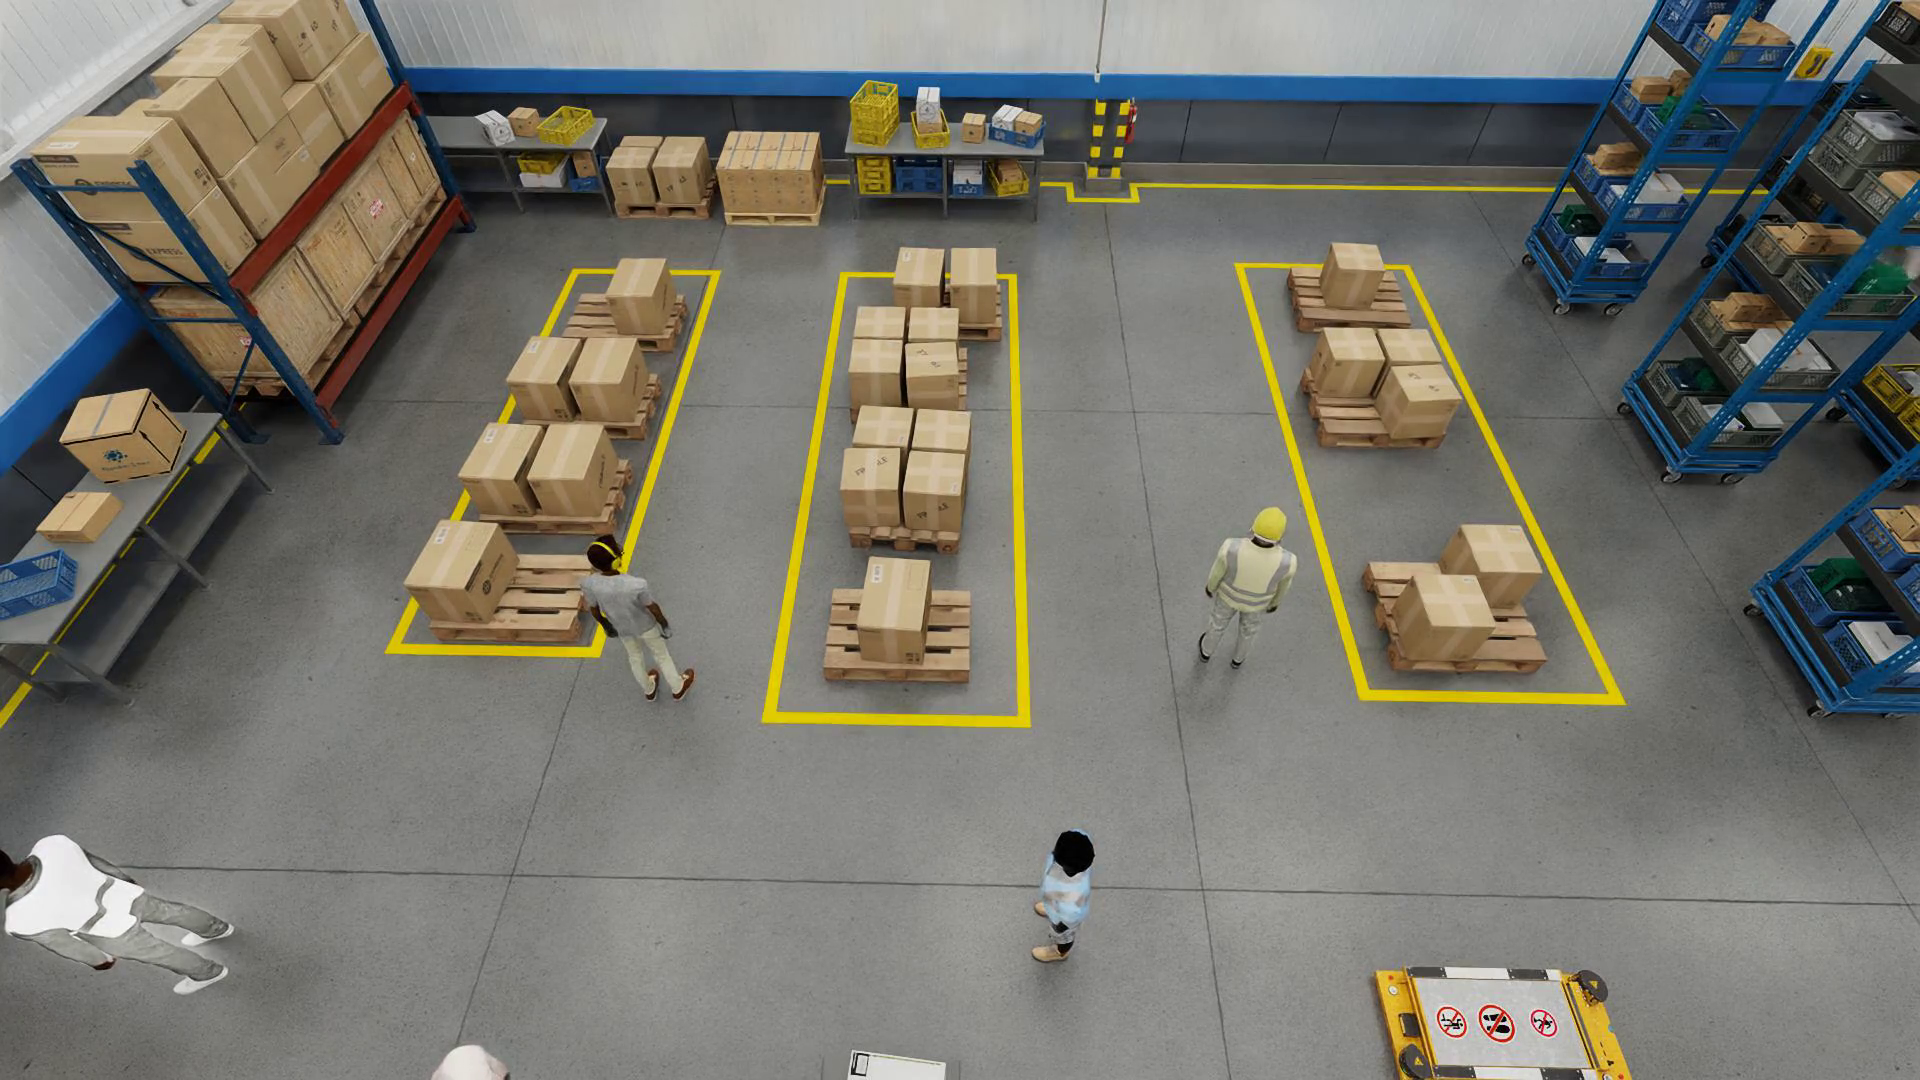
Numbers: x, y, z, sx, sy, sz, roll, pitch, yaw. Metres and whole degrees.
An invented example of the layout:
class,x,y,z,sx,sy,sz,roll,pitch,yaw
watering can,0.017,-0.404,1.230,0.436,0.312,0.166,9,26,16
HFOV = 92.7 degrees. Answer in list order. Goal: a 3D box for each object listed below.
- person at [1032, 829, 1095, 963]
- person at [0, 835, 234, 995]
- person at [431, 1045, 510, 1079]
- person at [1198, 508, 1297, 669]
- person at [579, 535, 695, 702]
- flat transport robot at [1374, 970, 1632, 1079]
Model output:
class,x,y,z,sx,sy,sz,roll,pitch,yaw
person,0.647,2.227,5.739,0.317,1.696,0.537,6,51,5
person,-5.166,2.276,5.568,0.391,1.909,0.584,-14,52,-11
person,-2.524,3.136,4.868,0.405,1.903,0.636,-9,51,-7
person,2.219,0.393,7.146,0.586,1.835,0.403,14,52,11
person,-2.456,0.634,6.930,0.526,1.865,0.315,1,51,1
flat transport robot,3.501,3.133,5.914,1.431,0.197,0.652,1,51,1
